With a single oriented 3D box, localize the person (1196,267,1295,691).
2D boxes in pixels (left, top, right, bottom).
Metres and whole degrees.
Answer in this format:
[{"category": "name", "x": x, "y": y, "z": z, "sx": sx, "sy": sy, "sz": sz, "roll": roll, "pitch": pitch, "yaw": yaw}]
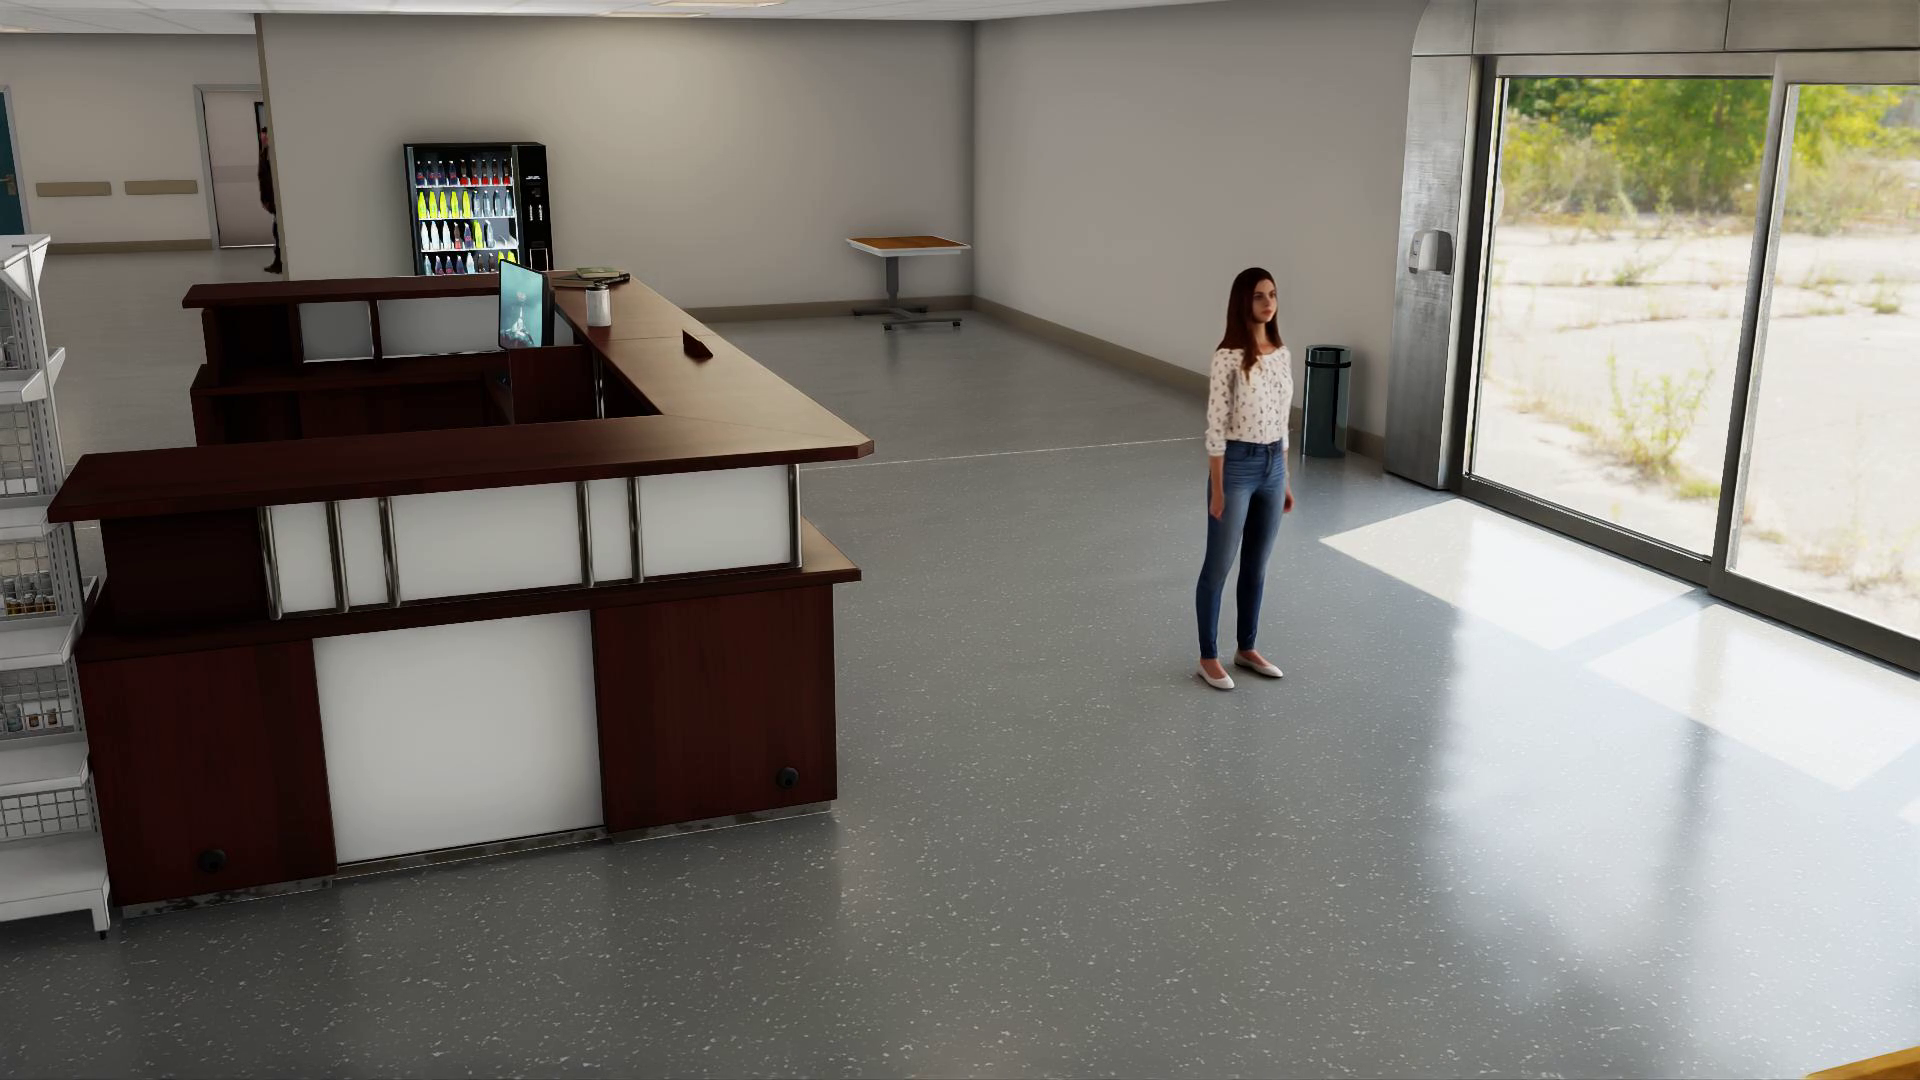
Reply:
[{"category": "person", "x": 1.181, "y": -0.261, "z": 6.894, "sx": 0.492, "sy": 1.728, "sz": 0.667, "roll": -9, "pitch": 18, "yaw": -28}]
